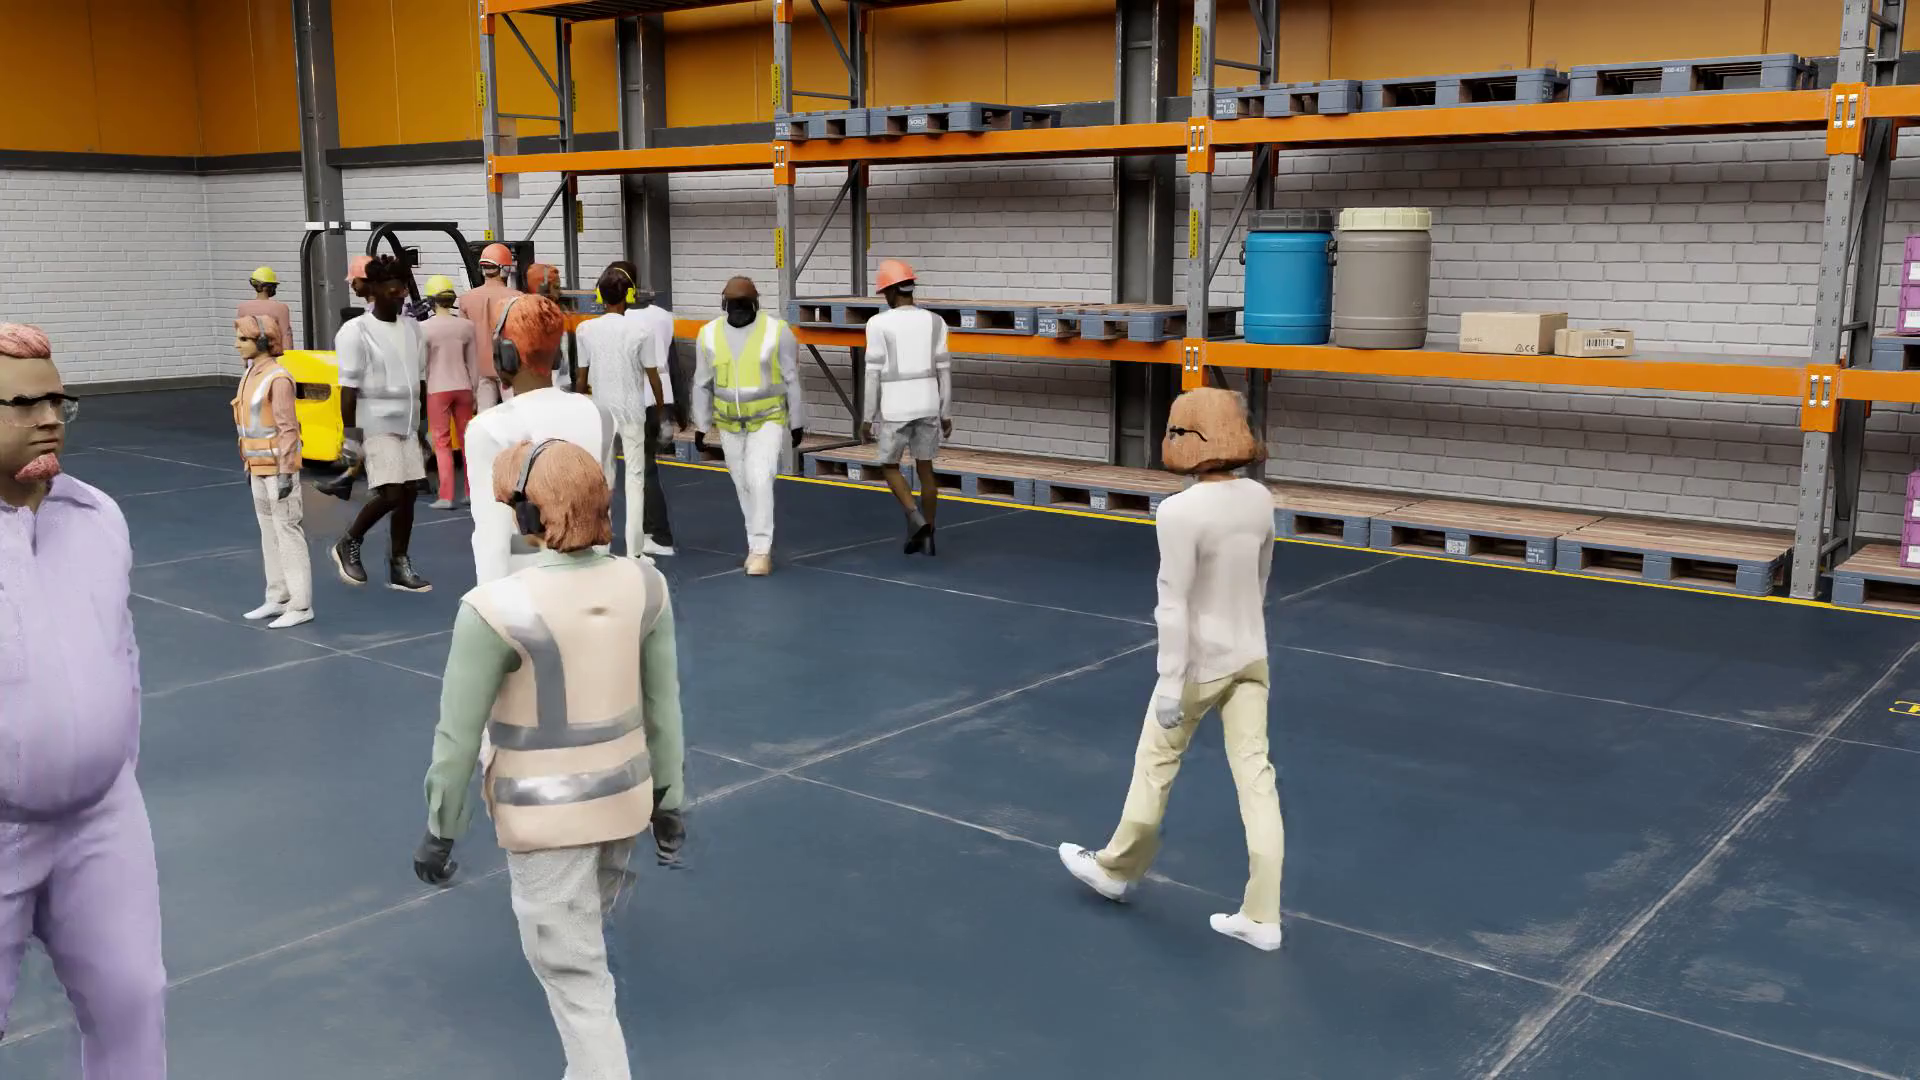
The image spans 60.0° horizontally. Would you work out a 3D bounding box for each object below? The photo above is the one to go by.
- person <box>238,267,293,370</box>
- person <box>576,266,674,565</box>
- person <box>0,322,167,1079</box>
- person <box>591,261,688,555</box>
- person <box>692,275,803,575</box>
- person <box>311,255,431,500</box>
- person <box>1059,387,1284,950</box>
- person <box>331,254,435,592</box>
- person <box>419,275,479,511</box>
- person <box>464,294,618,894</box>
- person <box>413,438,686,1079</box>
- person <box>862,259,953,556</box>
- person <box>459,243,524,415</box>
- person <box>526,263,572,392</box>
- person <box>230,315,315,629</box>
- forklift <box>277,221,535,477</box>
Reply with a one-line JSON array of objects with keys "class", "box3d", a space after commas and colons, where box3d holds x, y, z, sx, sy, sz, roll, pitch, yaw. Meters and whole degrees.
[{"class": "person", "box3d": [-6.658, -1.734, 16.007, 0.526, 1.765, 0.329, 1, 10, 6]}, {"class": "person", "box3d": [-2.045, -0.723, 10.132, 0.544, 1.864, 0.397, 2, 10, 13]}, {"class": "person", "box3d": [-1.861, 0.524, 3.198, 0.819, 1.880, 0.640, 5, 11, 25]}, {"class": "person", "box3d": [-2.130, -0.851, 10.756, 0.732, 1.887, 0.629, 8, 13, 36]}, {"class": "person", "box3d": [-1.313, -0.688, 10.089, 0.643, 1.806, 0.724, 3, 11, 14]}, {"class": "person", "box3d": [-4.632, -1.253, 12.968, 0.953, 1.889, 0.575, -5, 11, -24]}, {"class": "person", "box3d": [0.655, 0.353, 4.879, 0.525, 1.595, 0.801, -9, 13, -39]}, {"class": "person", "box3d": [-3.287, -0.648, 9.497, 0.488, 1.950, 0.609, 4, 11, 23]}, {"class": "person", "box3d": [-3.870, -1.106, 12.528, 0.332, 1.766, 0.532, 9, 14, 41]}, {"class": "person", "box3d": [-1.254, 0.207, 4.952, 0.408, 1.867, 0.584, 7, 12, 35]}, {"class": "person", "box3d": [-0.890, 0.590, 3.522, 0.632, 1.615, 0.521, 7, 12, 34]}, {"class": "person", "box3d": [-0.309, -0.817, 10.534, 0.615, 1.907, 0.618, -5, 11, -25]}, {"class": "person", "box3d": [-3.668, -1.355, 13.265, 0.619, 1.992, 0.396, 2, 10, 10]}, {"class": "person", "box3d": [-2.729, -0.898, 11.054, 0.428, 1.872, 0.609, -5, 11, -26]}, {"class": "person", "box3d": [-3.614, -0.358, 8.728, 0.310, 1.638, 0.522, -9, 14, -42]}, {"class": "forklift", "box3d": [-4.922, -1.741, 14.854, 1.214, 2.155, 2.313, 8, 13, 38]}]
